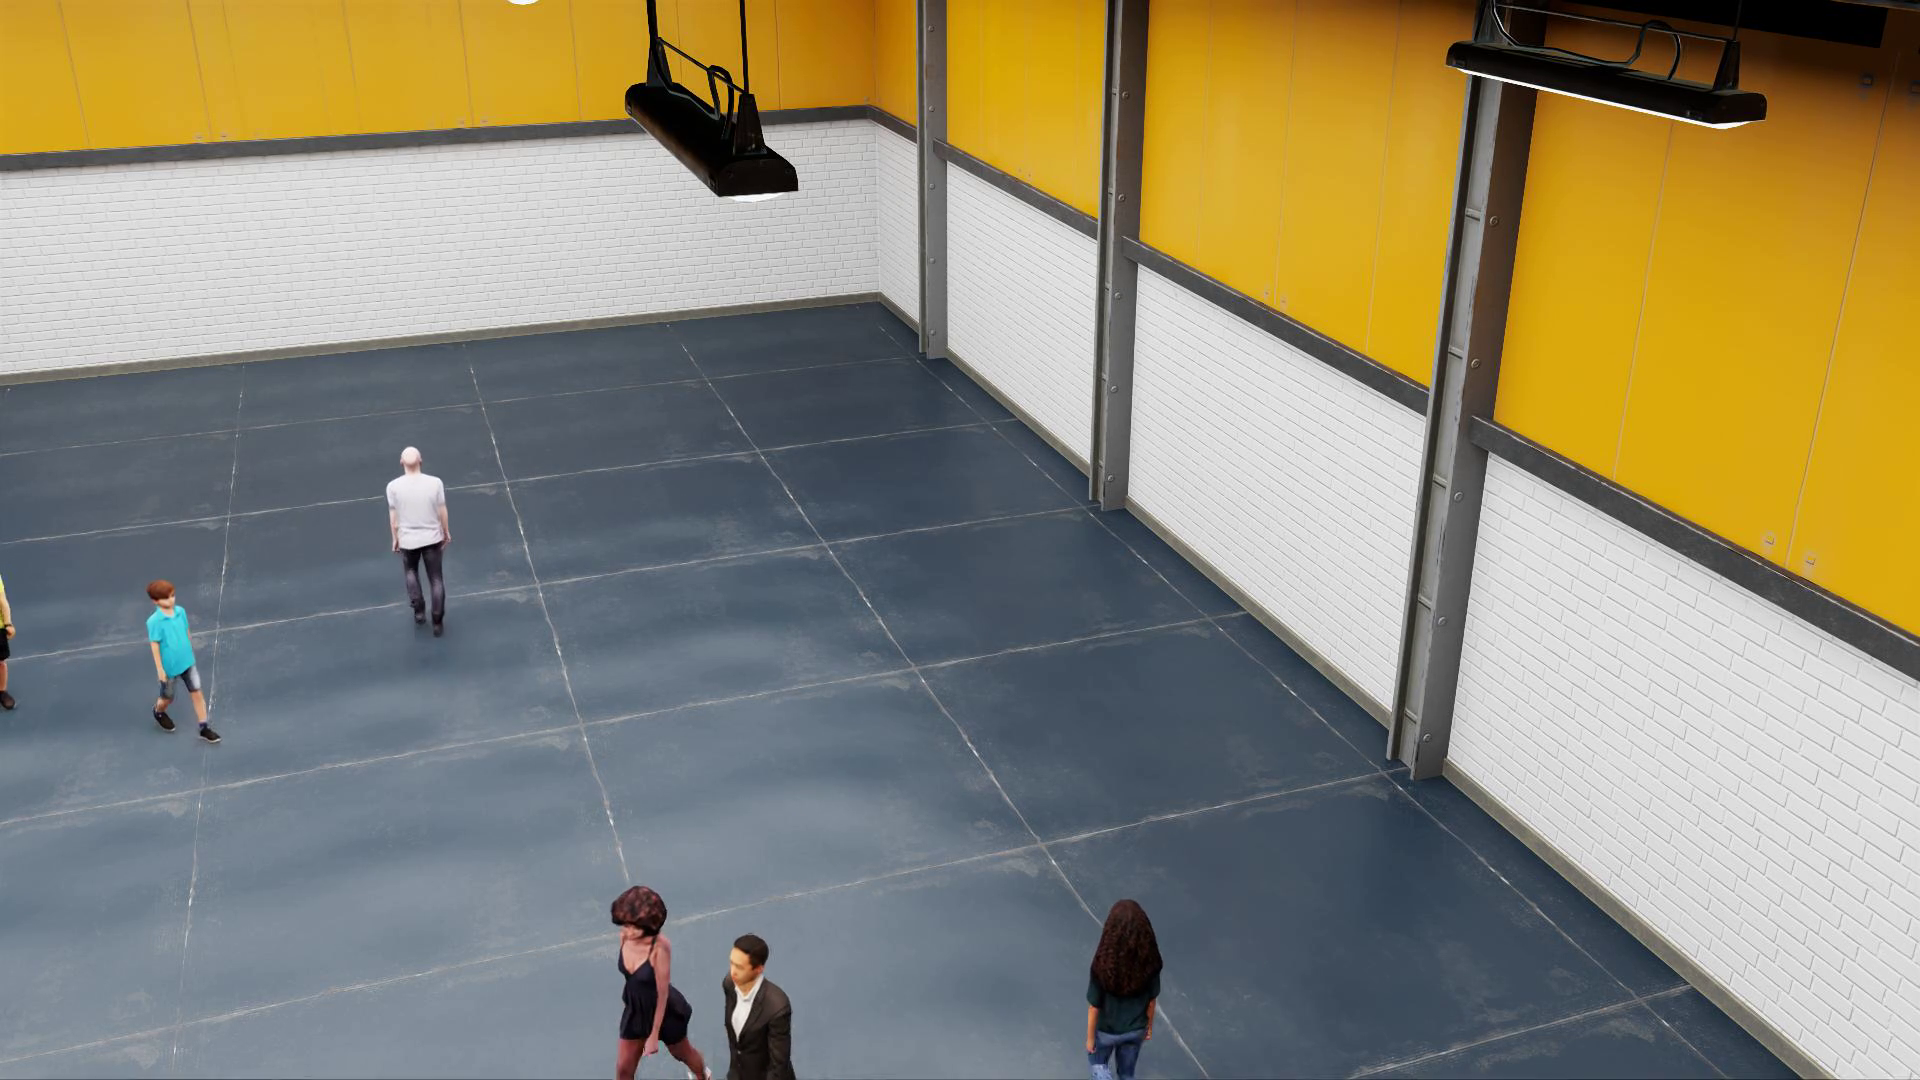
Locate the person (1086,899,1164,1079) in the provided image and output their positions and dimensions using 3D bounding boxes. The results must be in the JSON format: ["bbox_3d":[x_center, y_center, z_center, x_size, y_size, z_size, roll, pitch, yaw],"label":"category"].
[{"bbox_3d":[0.925,2.794,9.399,0.628,1.608,0.679,-5,24,-12],"label":"person"}]

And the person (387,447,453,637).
[{"bbox_3d":[-5.001,0.043,15.434,0.674,1.815,0.708,-8,25,-18],"label":"person"}]

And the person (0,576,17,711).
[{"bbox_3d":[-8.337,0.701,14.107,0.688,1.671,0.688,-8,25,-17],"label":"person"}]

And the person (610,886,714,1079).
[{"bbox_3d":[-1.678,2.685,9.491,1.003,1.733,1.040,13,27,27],"label":"person"}]

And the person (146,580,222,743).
[{"bbox_3d":[-6.529,0.995,13.739,0.998,1.428,0.870,15,28,30],"label":"person"}]

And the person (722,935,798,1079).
[{"bbox_3d":[-1.005,2.869,9.027,1.145,1.768,1.100,18,29,35],"label":"person"}]
